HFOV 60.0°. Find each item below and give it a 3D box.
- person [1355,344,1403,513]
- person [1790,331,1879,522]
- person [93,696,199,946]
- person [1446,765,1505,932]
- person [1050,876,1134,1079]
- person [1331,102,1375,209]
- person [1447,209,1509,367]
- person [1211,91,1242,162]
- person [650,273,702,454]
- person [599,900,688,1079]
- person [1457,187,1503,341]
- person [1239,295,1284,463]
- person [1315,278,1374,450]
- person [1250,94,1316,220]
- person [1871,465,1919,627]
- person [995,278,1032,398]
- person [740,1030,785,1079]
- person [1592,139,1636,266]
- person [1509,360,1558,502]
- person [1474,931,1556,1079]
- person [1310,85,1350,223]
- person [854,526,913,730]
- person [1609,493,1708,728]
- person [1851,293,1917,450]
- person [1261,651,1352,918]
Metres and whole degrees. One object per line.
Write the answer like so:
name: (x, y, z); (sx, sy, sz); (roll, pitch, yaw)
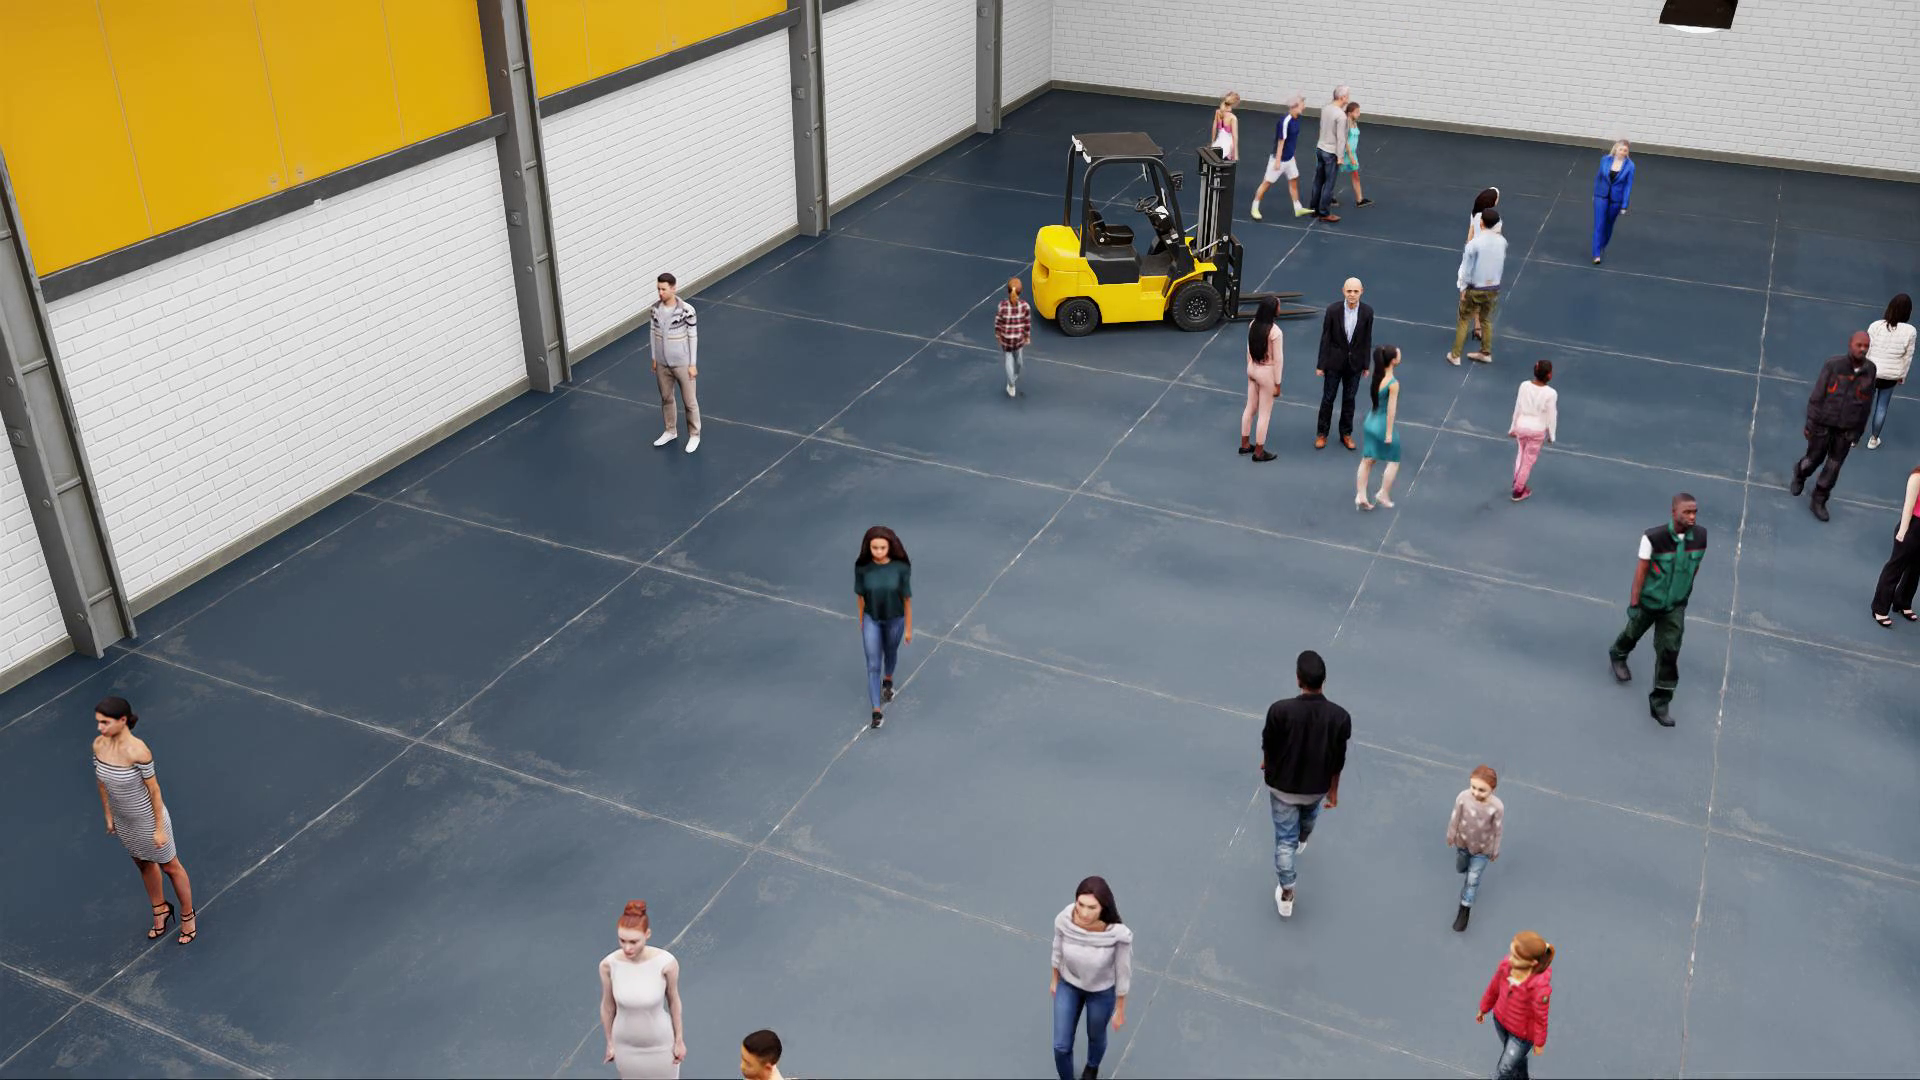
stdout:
person: (3.860, -1.017, 15.548); (0.783, 1.671, 0.723); (-10, 30, -17)
person: (8.192, -1.135, 15.612); (0.837, 1.816, 0.970); (5, 29, 9)
person: (-5.075, 1.741, 10.334); (0.621, 1.823, 0.573); (8, 30, 14)
person: (3.327, 1.916, 10.683); (0.560, 1.182, 0.803); (18, 33, 29)
person: (0.735, 2.453, 9.243); (0.645, 1.617, 0.663); (10, 30, 18)
person: (5.490, -5.541, 24.003); (0.795, 1.517, 1.002); (23, 36, 35)
person: (5.928, -2.832, 18.736); (0.798, 1.803, 0.827); (-11, 30, -19)
person: (3.711, -5.481, 23.634); (0.746, 1.765, 0.759); (22, 35, 34)
person: (-2.886, -1.831, 16.842); (0.689, 1.861, 0.576); (10, 30, 18)
person: (-1.645, 2.623, 8.747); (0.641, 1.793, 0.624); (-1, 29, -1)
person: (6.086, -3.222, 19.436); (0.852, 1.819, 0.815); (-24, 36, -36)
person: (3.019, -1.620, 16.603); (0.716, 1.720, 0.693); (-15, 32, -26)
person: (3.893, -1.801, 16.851); (0.768, 1.800, 0.725); (2, 29, 3)
person: (4.485, -5.397, 23.466); (0.851, 1.777, 1.052); (19, 34, 30)
person: (7.973, -0.067, 13.817); (0.652, 1.660, 0.701); (-8, 30, -15)
person: (0.580, -2.186, 18.101); (0.799, 1.278, 0.925); (-5, 29, -8)
person: (-0.902, 3.020, 8.374); (0.773, 1.453, 0.692); (-19, 34, -31)
person: (8.548, -4.481, 21.927); (0.639, 1.643, 1.051); (16, 32, 27)
person: (5.409, -1.043, 15.843); (0.738, 1.434, 0.681); (-23, 36, -36)
person: (3.127, 2.669, 9.190); (0.923, 1.289, 0.854); (-11, 31, -19)
person: (5.212, -5.449, 23.433); (0.874, 1.901, 0.813); (-10, 30, -17)
person: (-0.571, 0.576, 12.721); (0.881, 1.581, 1.113); (-1, 29, -1)
person: (5.319, 0.436, 12.758); (1.087, 1.792, 1.329); (-2, 29, -4)
person: (9.342, -1.716, 16.866); (0.614, 1.637, 0.524); (12, 31, 22)
person: (2.171, 1.606, 10.658); (0.996, 1.749, 1.252); (2, 29, 3)
